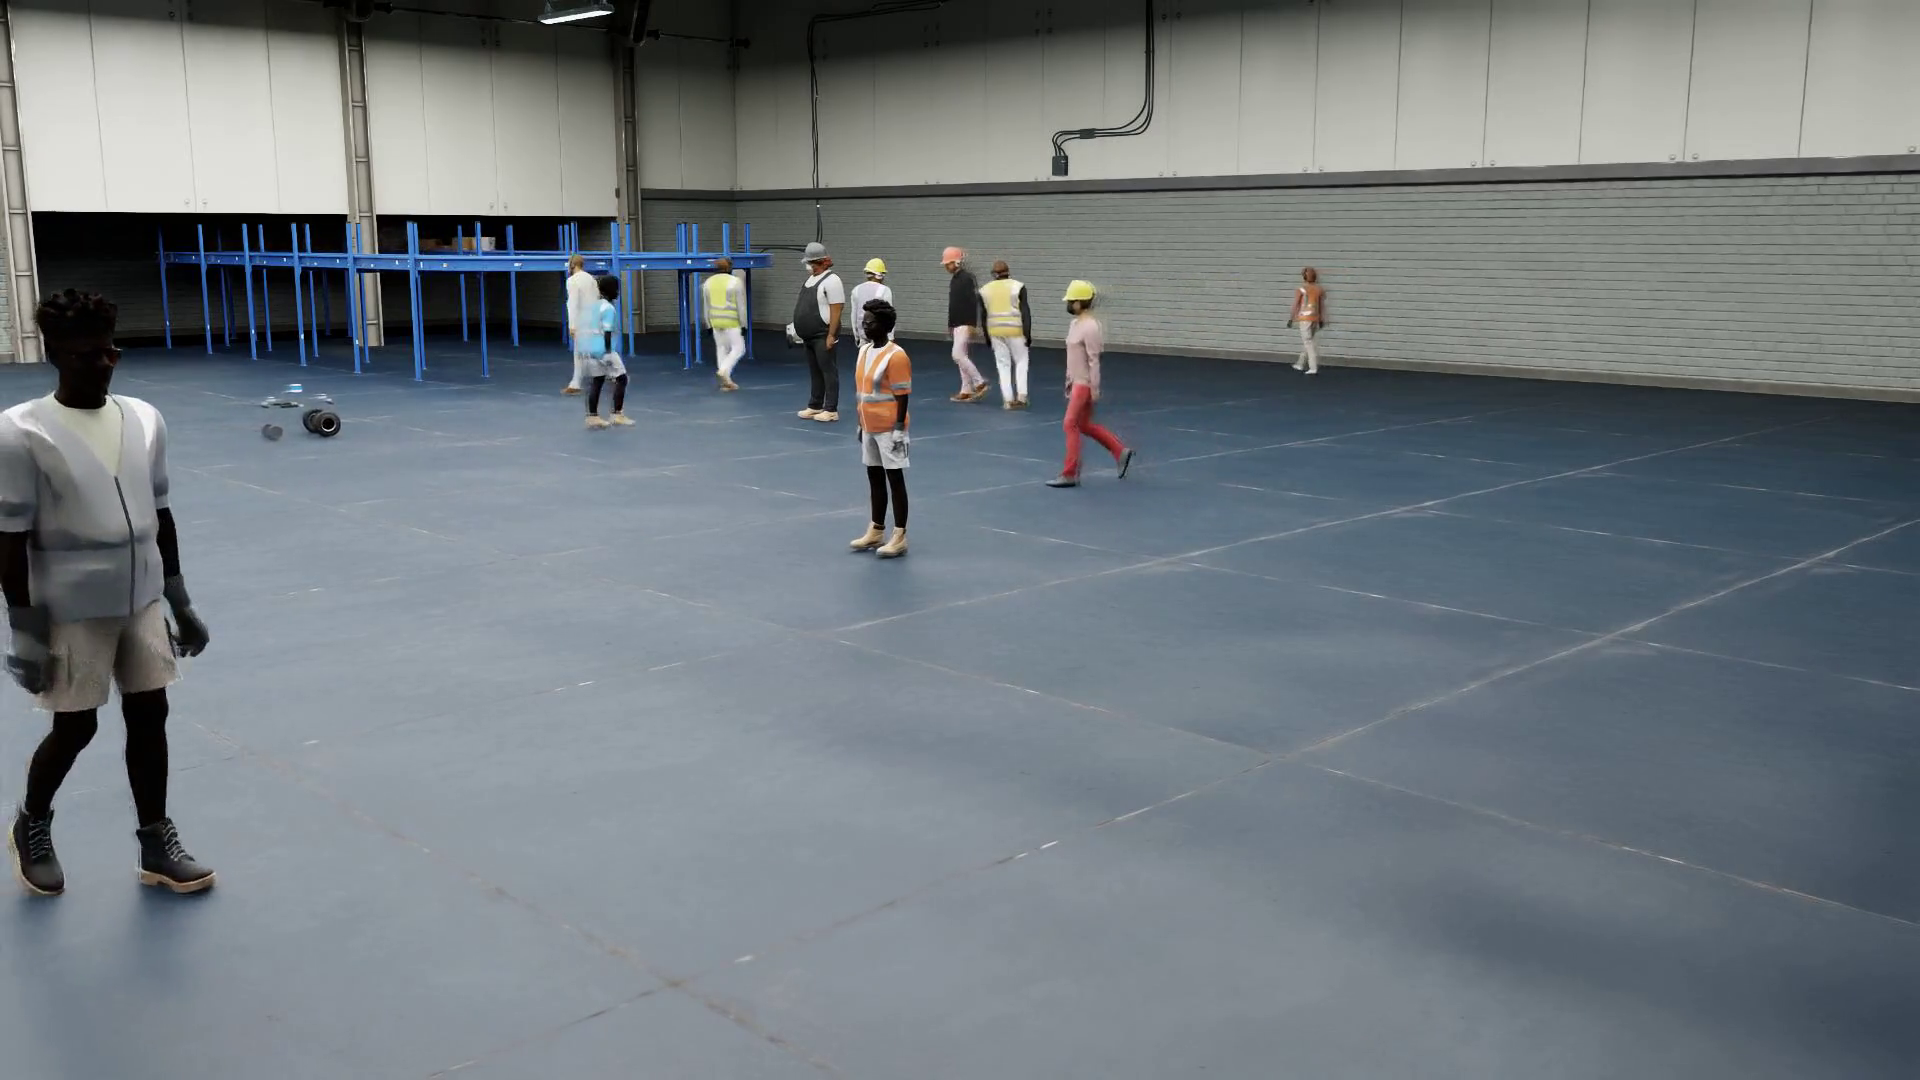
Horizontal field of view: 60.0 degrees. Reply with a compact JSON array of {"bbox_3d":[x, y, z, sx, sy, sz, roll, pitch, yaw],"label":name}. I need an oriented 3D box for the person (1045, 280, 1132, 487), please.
[{"bbox_3d":[1.103,-1.329,14.091,0.725,1.742,0.527,-2,11,-9],"label":"person"}]

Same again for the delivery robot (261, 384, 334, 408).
[{"bbox_3d":[-7.015,-1.533,17.595,0.698,0.223,0.335,-8,13,-36],"label":"delivery robot"}]

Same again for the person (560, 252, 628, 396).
[{"bbox_3d":[-4.864,-2.846,21.980,0.963,1.898,0.659,3,11,14],"label":"person"}]

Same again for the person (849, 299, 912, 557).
[{"bbox_3d":[-0.516,-0.746,11.033,0.322,1.697,0.535,-7,13,-34],"label":"person"}]

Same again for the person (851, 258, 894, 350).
[{"bbox_3d":[-1.034,-2.501,20.240,0.595,1.828,0.403,7,12,33],"label":"person"}]

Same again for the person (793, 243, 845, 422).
[{"bbox_3d":[-1.645,-2.373,19.082,0.536,2.000,0.672,-6,12,-31],"label":"person"}]

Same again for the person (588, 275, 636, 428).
[{"bbox_3d":[-3.828,-2.060,18.263,0.611,1.672,0.559,-6,12,-30],"label":"person"}]

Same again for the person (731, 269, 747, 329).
[{"bbox_3d":[-4.898,-5.461,36.921,0.497,1.632,0.285,-1,10,-4],"label":"person"}]

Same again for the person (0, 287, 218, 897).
[{"bbox_3d":[-2.763,0.177,5.330,0.564,1.969,0.656,5,12,26],"label":"person"}]

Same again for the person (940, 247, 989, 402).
[{"bbox_3d":[-0.007,-2.722,21.083,0.483,1.961,0.642,-3,11,-16],"label":"person"}]

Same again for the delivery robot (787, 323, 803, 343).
[{"bbox_3d":[-3.075,-3.977,31.621,0.477,0.478,0.707,-3,11,-16],"label":"delivery robot"}]

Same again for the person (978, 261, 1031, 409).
[{"bbox_3d":[0.561,-2.509,20.373,0.674,1.800,0.434,4,11,20],"label":"person"}]

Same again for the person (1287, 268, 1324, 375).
[{"bbox_3d":[5.265,-3.343,25.440,0.527,1.598,0.826,-6,12,-28],"label":"person"}]

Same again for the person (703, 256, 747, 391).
[{"bbox_3d":[-3.179,-2.923,22.535,0.645,1.831,0.507,5,12,27],"label":"person"}]
